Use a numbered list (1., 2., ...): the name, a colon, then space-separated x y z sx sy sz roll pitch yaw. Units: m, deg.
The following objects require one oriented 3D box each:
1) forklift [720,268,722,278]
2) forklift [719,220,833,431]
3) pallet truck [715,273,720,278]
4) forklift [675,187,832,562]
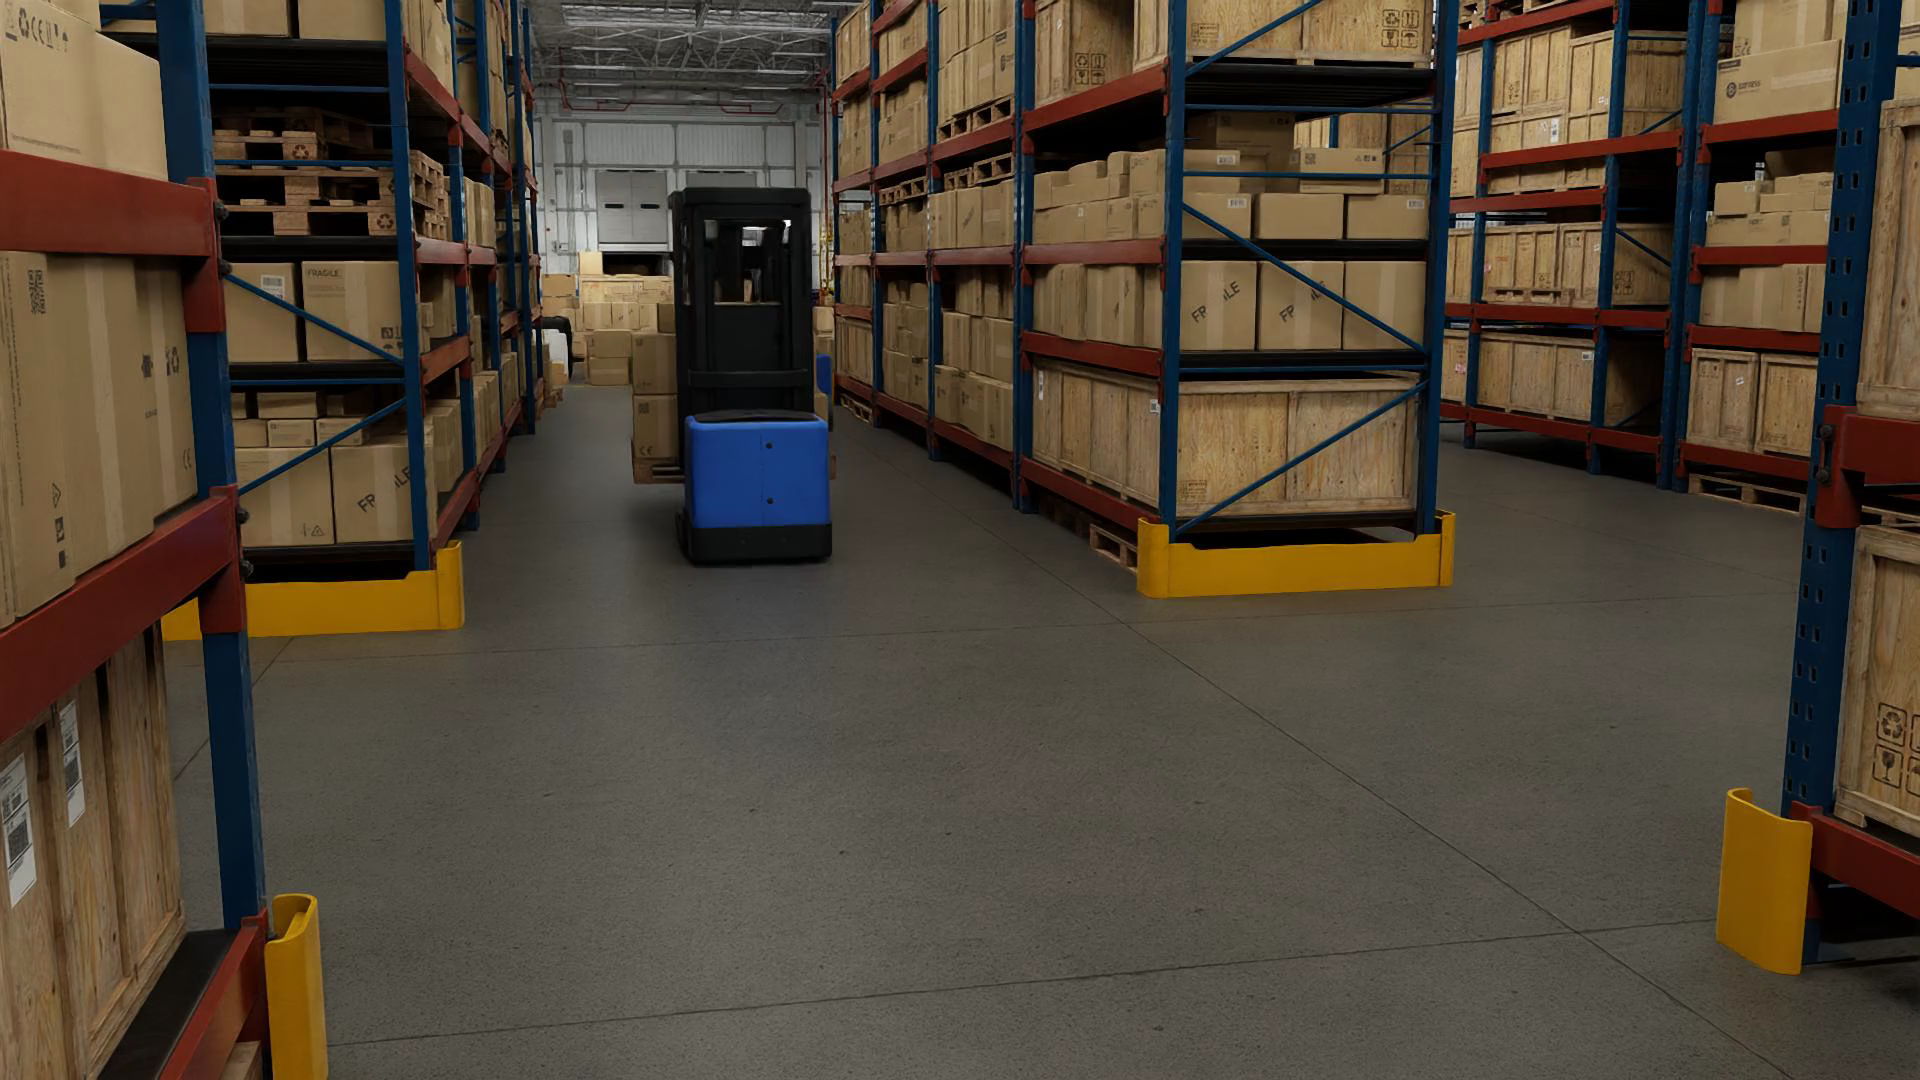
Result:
1. forklift: -6.687 -6.532 44.641 1.129 2.768 1.873 1 9 8
2. forklift: -2.684 -2.786 21.804 1.873 2.768 1.129 7 12 36
3. pallet truck: -8.580 -8.986 62.280 1.885 1.965 0.823 1 9 5
4. forklift: -1.646 -1.335 12.961 1.129 2.768 1.873 -2 10 -12
